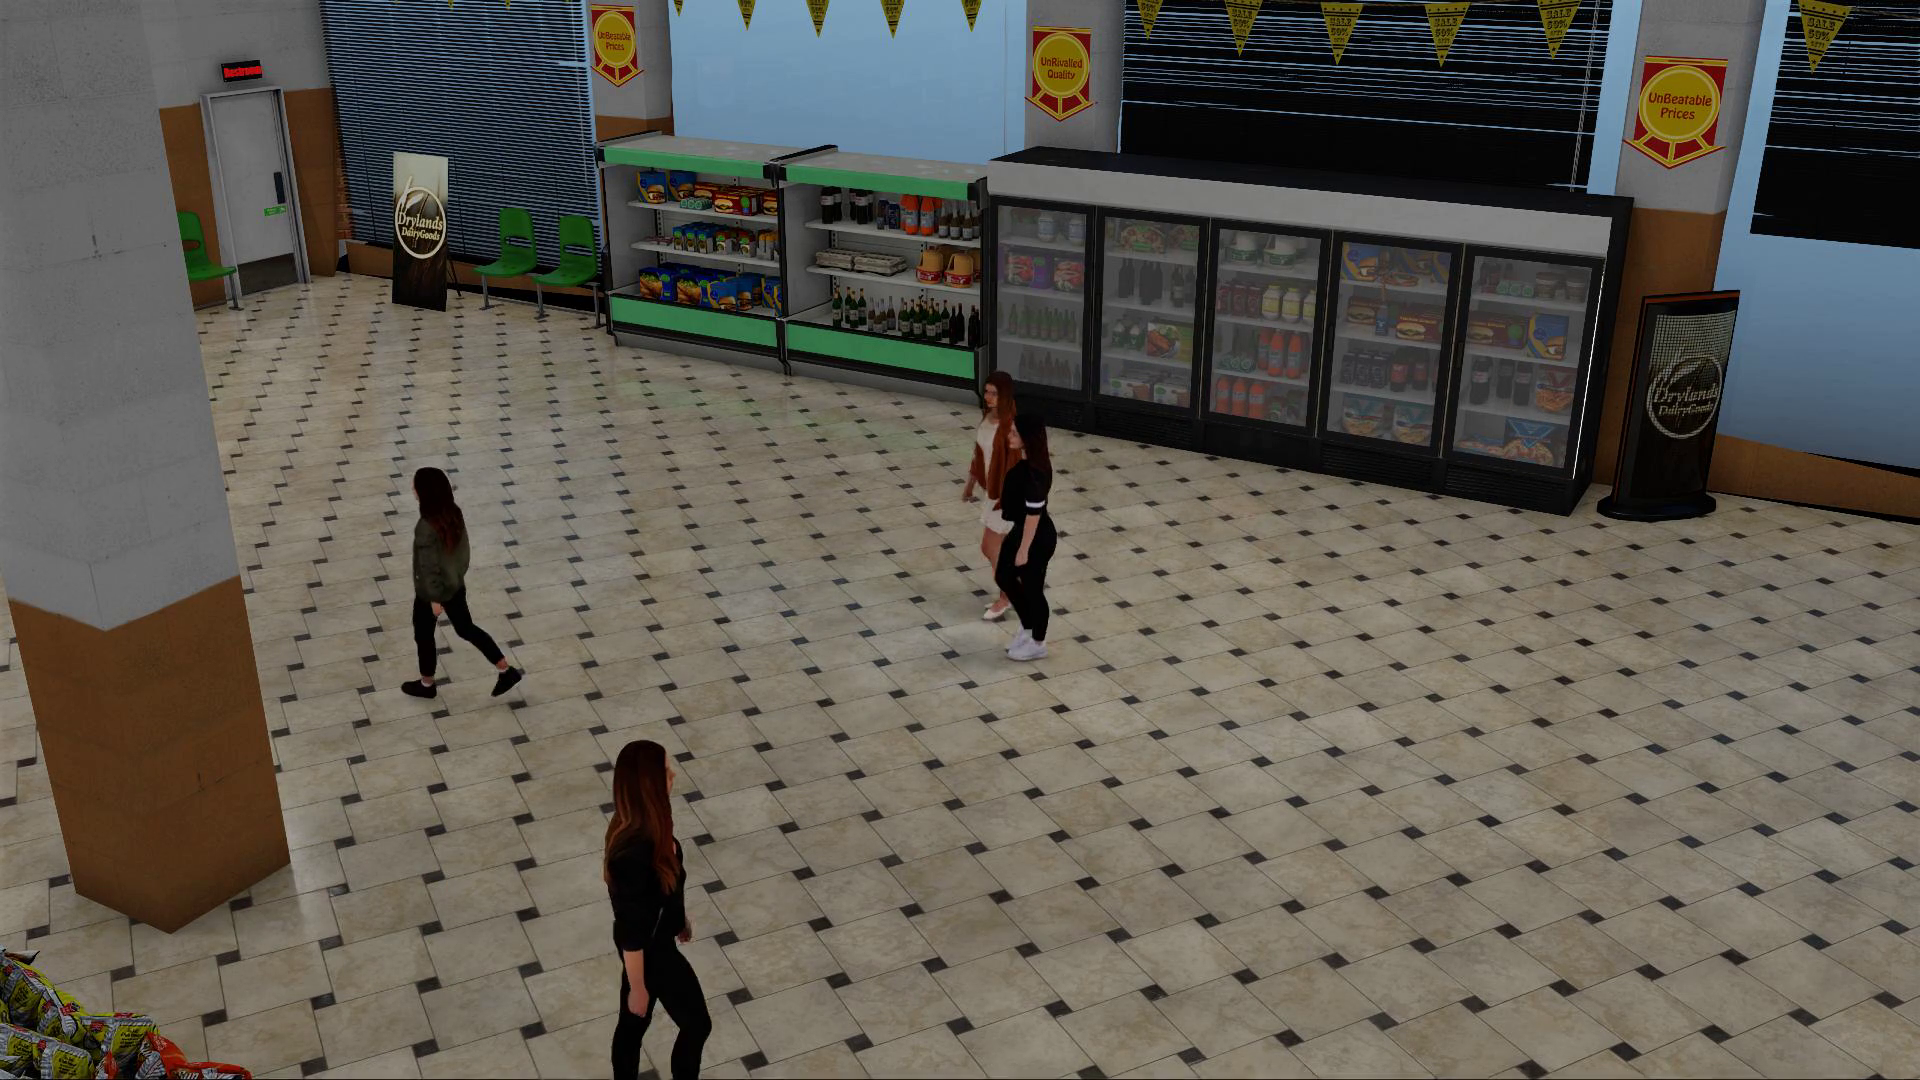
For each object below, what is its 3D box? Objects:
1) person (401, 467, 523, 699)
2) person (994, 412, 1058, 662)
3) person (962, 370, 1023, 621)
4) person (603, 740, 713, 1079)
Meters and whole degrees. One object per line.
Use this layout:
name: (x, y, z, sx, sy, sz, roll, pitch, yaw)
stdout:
person: (-2.936, 0.284, 9.661, 1.050, 1.450, 0.748, 6, 23, 15)
person: (0.503, -0.010, 10.152, 0.758, 1.630, 0.718, -2, 22, -6)
person: (0.368, -0.307, 10.796, 0.837, 1.698, 0.759, -6, 23, -14)
person: (-1.263, 1.530, 6.225, 0.888, 1.699, 0.824, -4, 22, -10)
